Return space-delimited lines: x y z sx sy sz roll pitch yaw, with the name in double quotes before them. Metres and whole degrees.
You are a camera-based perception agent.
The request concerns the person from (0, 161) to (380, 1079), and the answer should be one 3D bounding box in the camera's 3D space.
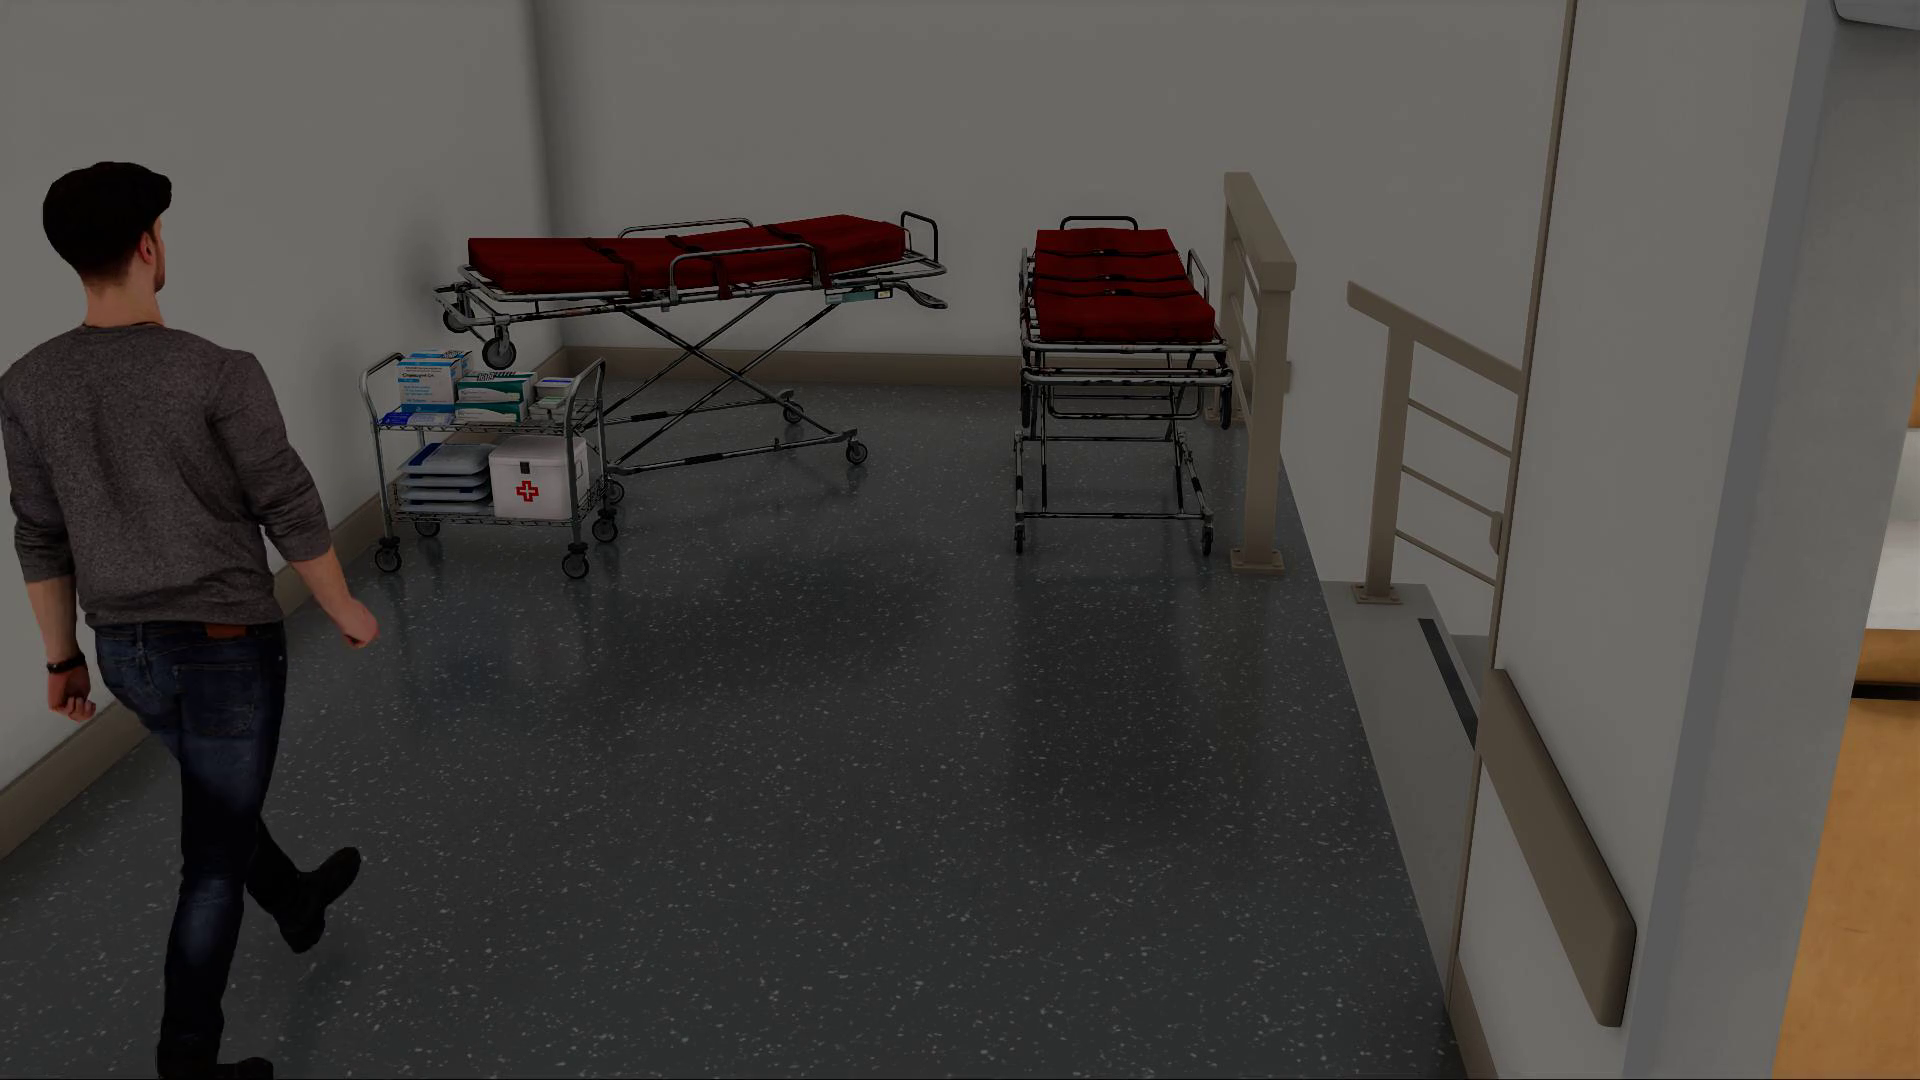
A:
"person" -1.542 0.276 3.243 0.732 1.852 1.221 3 21 7
